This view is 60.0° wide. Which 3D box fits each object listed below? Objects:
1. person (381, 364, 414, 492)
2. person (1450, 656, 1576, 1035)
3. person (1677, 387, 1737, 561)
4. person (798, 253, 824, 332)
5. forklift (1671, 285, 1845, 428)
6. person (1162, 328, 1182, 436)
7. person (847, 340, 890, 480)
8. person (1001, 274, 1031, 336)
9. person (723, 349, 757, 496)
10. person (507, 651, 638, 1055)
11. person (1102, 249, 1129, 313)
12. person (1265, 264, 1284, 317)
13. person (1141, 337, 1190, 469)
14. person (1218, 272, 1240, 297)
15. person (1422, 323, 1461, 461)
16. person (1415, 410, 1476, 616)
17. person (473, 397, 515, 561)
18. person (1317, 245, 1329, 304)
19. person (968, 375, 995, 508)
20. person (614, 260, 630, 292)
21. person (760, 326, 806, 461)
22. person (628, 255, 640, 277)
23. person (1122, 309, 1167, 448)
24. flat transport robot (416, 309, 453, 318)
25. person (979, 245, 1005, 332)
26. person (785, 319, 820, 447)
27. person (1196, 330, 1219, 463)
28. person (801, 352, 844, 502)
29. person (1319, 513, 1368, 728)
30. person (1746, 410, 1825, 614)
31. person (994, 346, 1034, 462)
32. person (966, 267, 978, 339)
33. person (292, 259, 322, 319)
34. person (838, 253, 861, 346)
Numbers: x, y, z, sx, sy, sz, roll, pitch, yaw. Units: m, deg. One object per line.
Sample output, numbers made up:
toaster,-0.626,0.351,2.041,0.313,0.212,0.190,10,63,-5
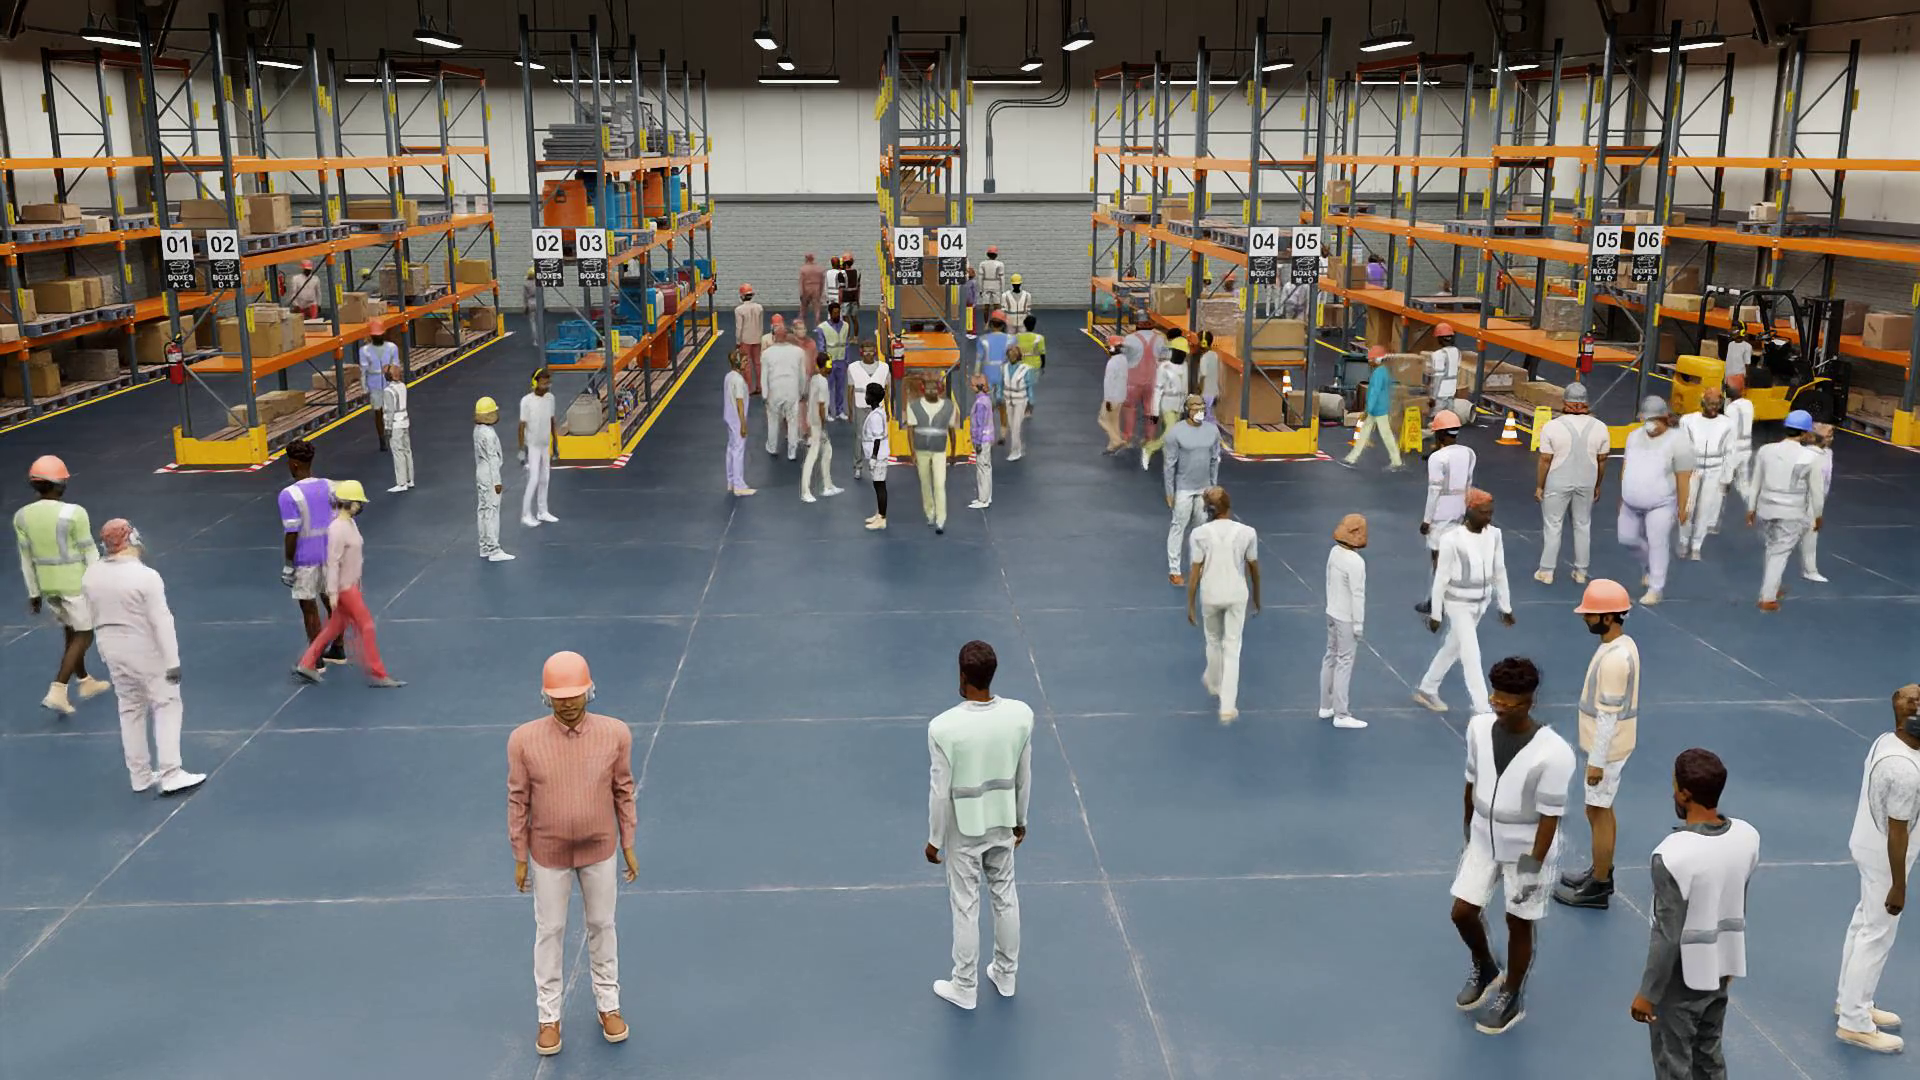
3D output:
person,-7.175,-1.432,21.194,0.308,1.639,0.524,1,13,5
person,2.666,1.497,8.124,0.438,1.944,0.596,-11,17,-39
person,7.845,-0.689,17.553,0.596,1.867,0.439,4,14,15
person,-3.585,-5.899,39.660,0.666,1.849,0.981,-5,14,-22
forklift,12.503,-2.886,26.166,2.313,2.155,1.214,-1,13,-3
person,3.158,-2.335,24.922,0.321,1.686,0.539,2,13,10
person,-1.208,-1.729,22.009,0.566,1.844,0.381,-3,14,-14
person,1.095,-4.205,32.326,0.594,1.924,0.382,-2,13,-7
person,-2.801,-1.484,20.973,0.349,1.846,0.506,-6,14,-23
person,-1.861,1.493,8.039,0.611,1.996,0.378,-5,14,-19
person,4.153,-6.841,43.923,0.867,1.726,0.530,-8,16,-31
person,8.134,-6.607,43.117,0.517,1.639,0.313,7,15,27
person,2.750,-1.779,22.137,0.784,1.891,0.592,12,18,42
person,5.171,-4.070,31.584,0.541,2.015,0.694,-8,15,-31
person,6.730,-2.060,23.227,0.572,1.931,0.371,-12,18,-42
person,4.531,-0.253,15.582,0.542,1.929,0.373,-8,15,-30
person,-4.981,-0.653,17.669,0.291,1.745,0.492,-9,16,-34
person,9.275,-6.589,42.548,0.568,1.879,0.349,-10,17,-36
person,0.265,-1.201,20.235,0.313,1.634,0.514,2,13,7
person,-7.565,-5.401,37.391,0.367,1.927,0.584,-7,15,-27
person,-2.501,-2.080,23.469,0.661,1.862,0.934,-3,14,-14
person,-8.526,-6.778,43.593,0.327,1.753,0.563,-1,13,-6
person,2.636,-2.369,24.304,0.685,2.000,0.536,-5,14,-20
flat transport robot,-13.578,-5.803,42.643,1.431,0.197,0.652,-4,14,-17
person,0.764,-5.971,39.559,0.615,2.041,0.385,3,14,13
person,-2.313,-2.315,24.482,0.979,1.853,0.641,13,18,43
person,3.372,-1.980,23.061,0.586,1.847,0.554,6,15,24
person,-1.723,-1.415,20.713,0.625,1.828,0.630,-3,14,-11
person,2.921,0.599,12.600,0.281,1.633,0.501,-3,14,-12
person,7.845,-0.279,15.702,0.845,1.918,0.615,-9,16,-33
person,0.712,-1.889,23.168,0.540,1.615,0.651,10,17,37
person,0.227,-5.433,38.156,0.273,1.632,0.508,-7,15,-27
person,-14.352,-5.197,36.498,0.641,1.946,0.924,-9,16,-34
person,-2.472,-5.310,36.756,0.614,2.042,0.373,-12,18,-42
